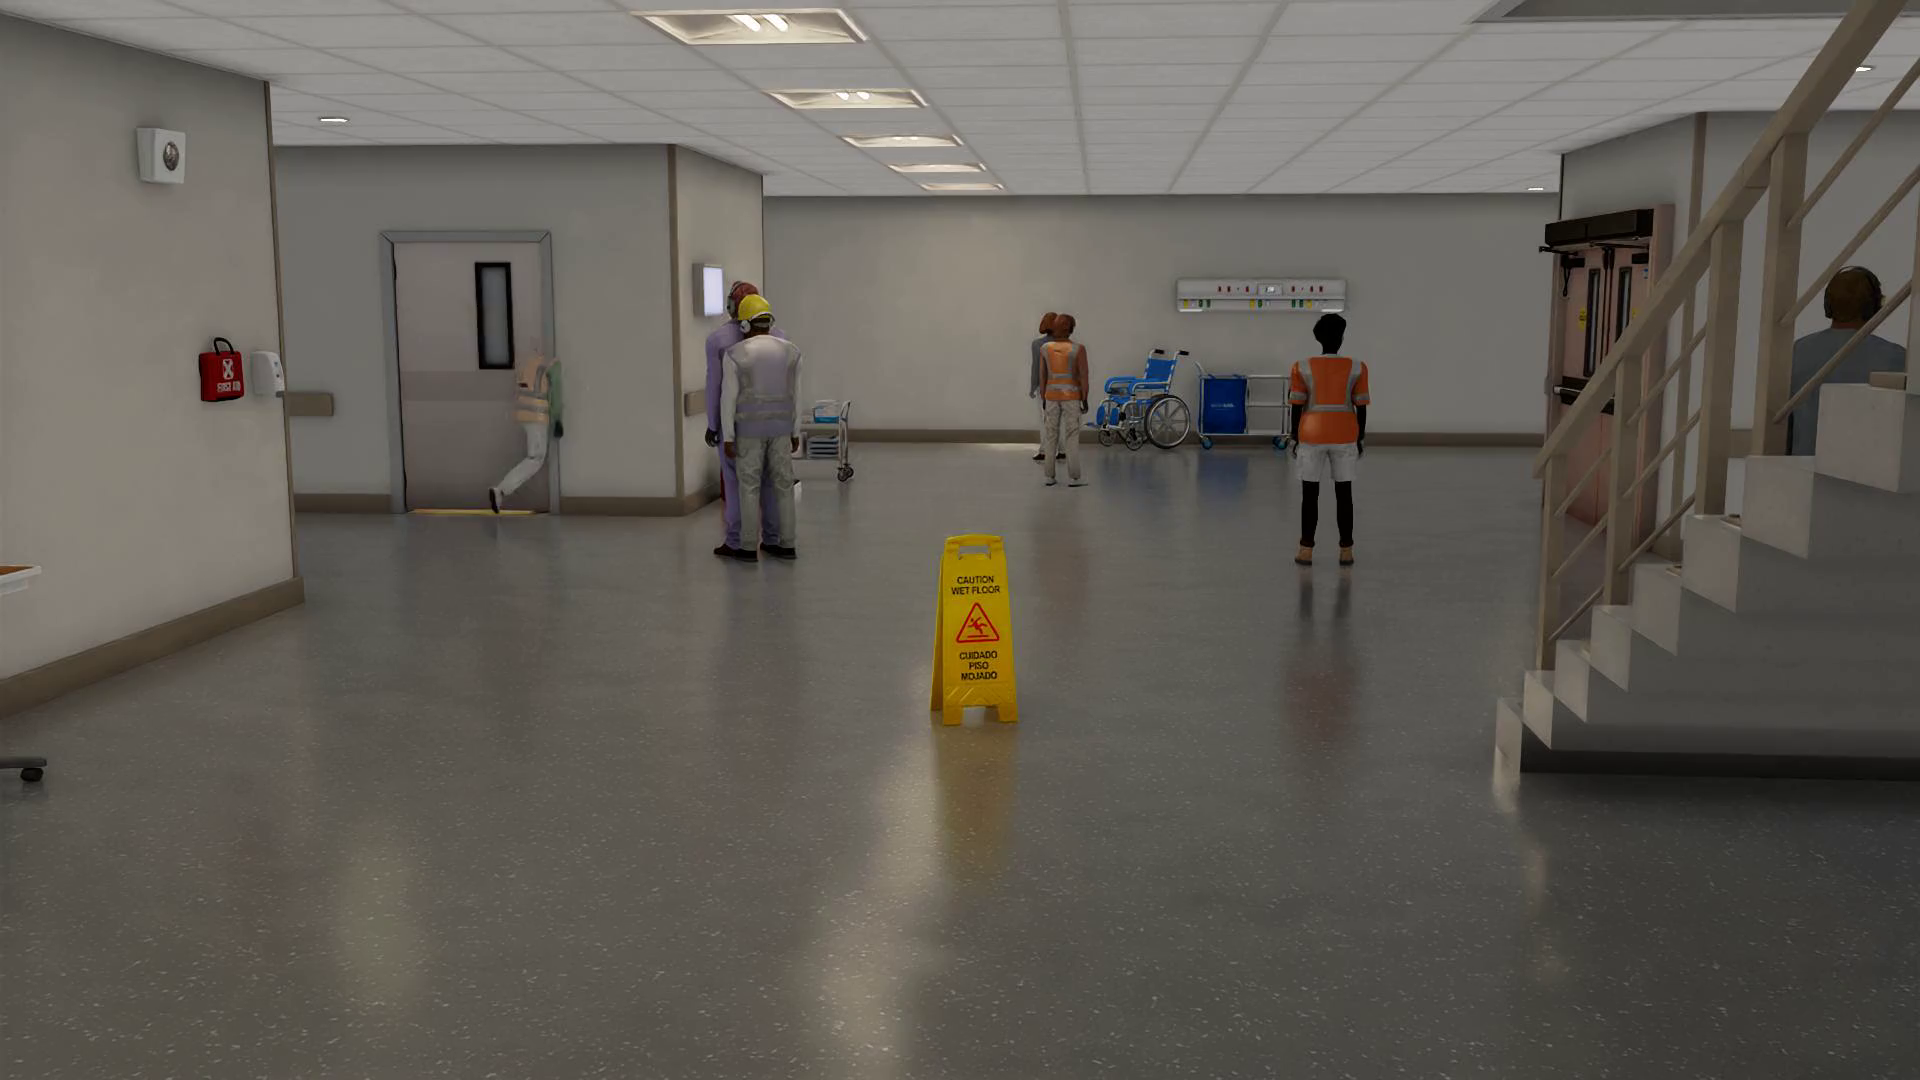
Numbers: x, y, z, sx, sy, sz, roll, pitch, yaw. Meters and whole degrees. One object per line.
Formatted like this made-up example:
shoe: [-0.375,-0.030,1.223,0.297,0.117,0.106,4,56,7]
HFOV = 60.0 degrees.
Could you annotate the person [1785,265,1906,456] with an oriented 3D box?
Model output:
person: [3.757,-0.192,7.111,0.372,1.940,0.630,-5,10,-28]

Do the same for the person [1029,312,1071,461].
person: [0.996,-1.676,18.238,0.507,1.633,0.278,-4,9,-25]

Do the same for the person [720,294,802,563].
person: [-1.356,-0.753,11.333,0.595,1.824,0.403,-5,10,-29]

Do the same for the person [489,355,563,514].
person: [-3.565,-0.967,13.603,0.506,1.600,0.741,8,11,42]

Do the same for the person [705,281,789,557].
person: [-1.494,-0.837,11.590,0.643,1.913,0.411,-6,10,-34]

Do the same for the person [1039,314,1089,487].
person: [0.986,-1.321,15.794,0.514,1.644,0.307,5,10,29]

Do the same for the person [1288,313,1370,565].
person: [2.469,-0.669,11.172,0.541,1.697,0.315,1,8,4]
